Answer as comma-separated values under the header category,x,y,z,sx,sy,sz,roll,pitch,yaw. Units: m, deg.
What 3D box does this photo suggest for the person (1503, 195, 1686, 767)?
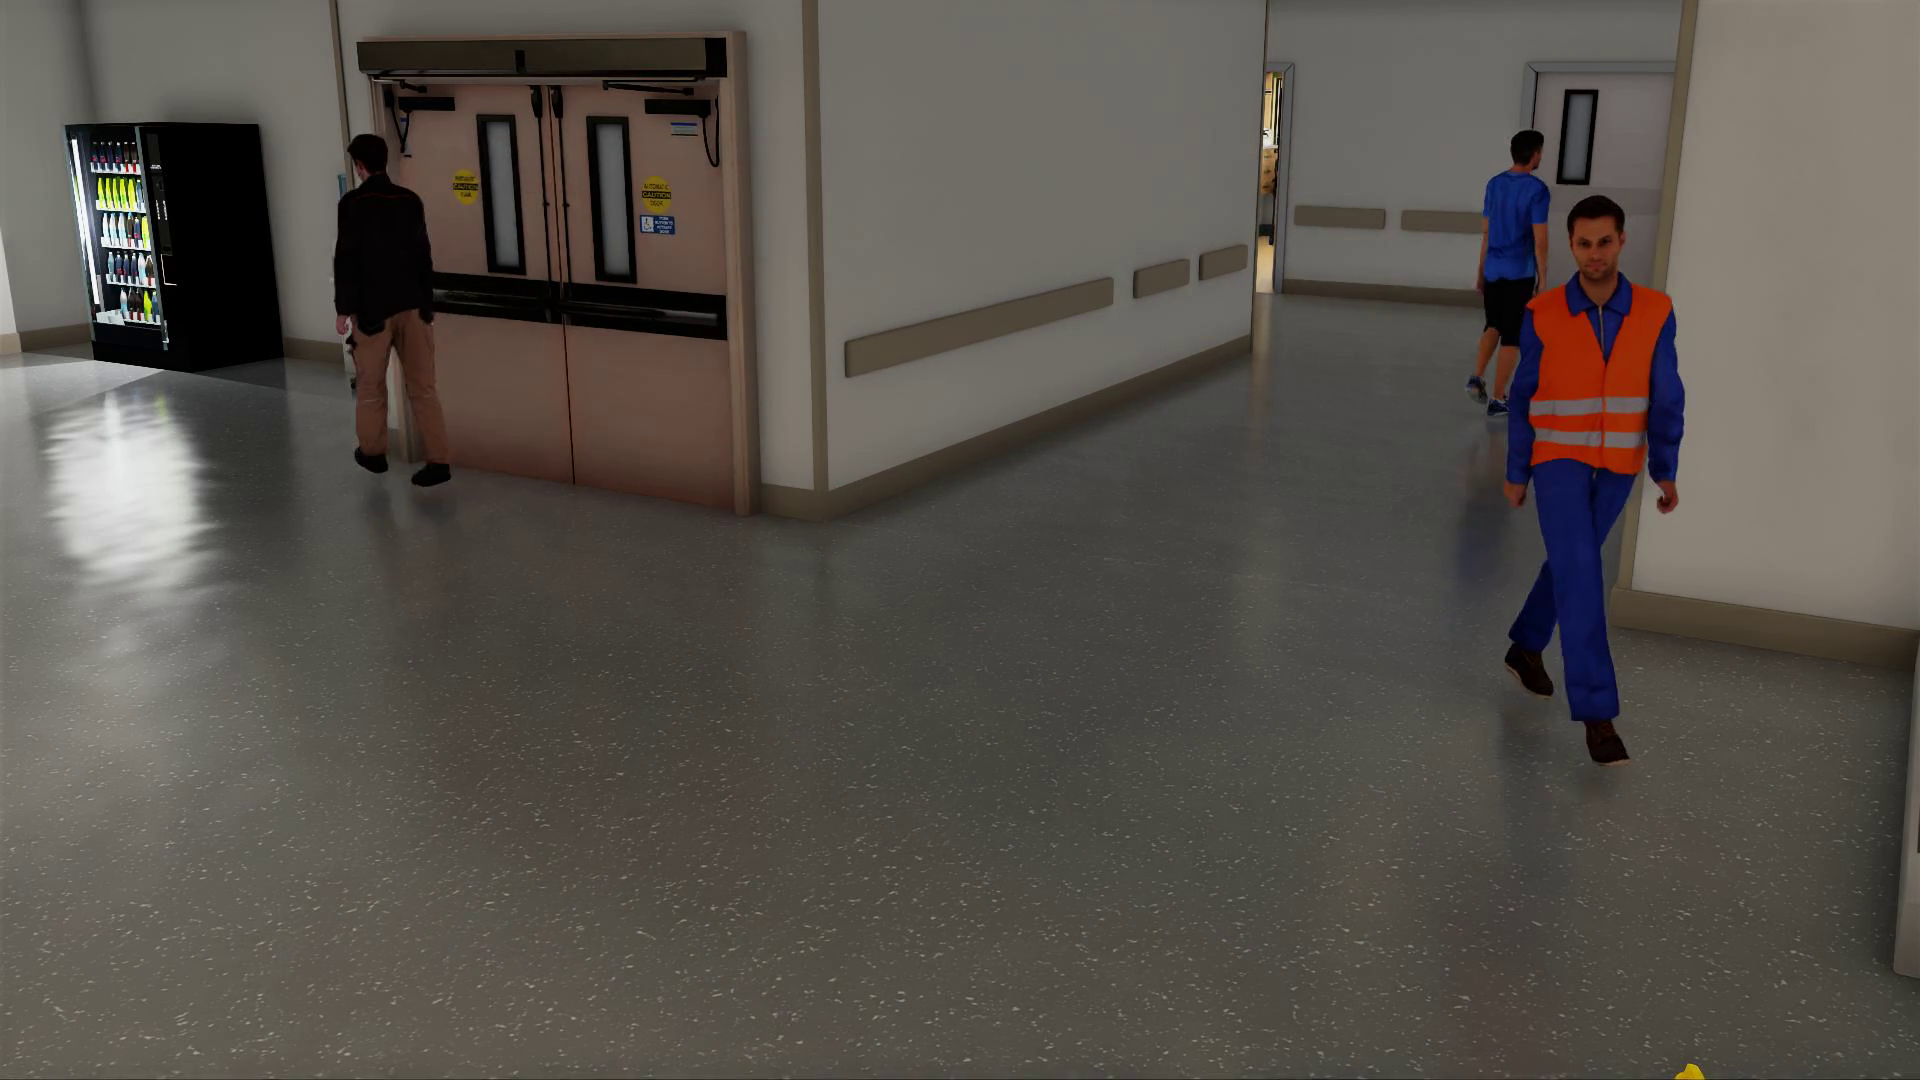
category,x,y,z,sx,sy,sz,roll,pitch,yaw
person,2.094,-0.217,5.644,1.262,1.804,1.174,0,16,-1

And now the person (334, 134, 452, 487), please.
category,x,y,z,sx,sy,sz,roll,pitch,yaw
person,-3.008,-1.174,8.933,1.072,1.860,1.377,-14,21,-40

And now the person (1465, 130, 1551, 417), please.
category,x,y,z,sx,sy,sz,roll,pitch,yaw
person,3.532,-1.714,10.870,0.806,1.850,0.743,-13,20,-38
